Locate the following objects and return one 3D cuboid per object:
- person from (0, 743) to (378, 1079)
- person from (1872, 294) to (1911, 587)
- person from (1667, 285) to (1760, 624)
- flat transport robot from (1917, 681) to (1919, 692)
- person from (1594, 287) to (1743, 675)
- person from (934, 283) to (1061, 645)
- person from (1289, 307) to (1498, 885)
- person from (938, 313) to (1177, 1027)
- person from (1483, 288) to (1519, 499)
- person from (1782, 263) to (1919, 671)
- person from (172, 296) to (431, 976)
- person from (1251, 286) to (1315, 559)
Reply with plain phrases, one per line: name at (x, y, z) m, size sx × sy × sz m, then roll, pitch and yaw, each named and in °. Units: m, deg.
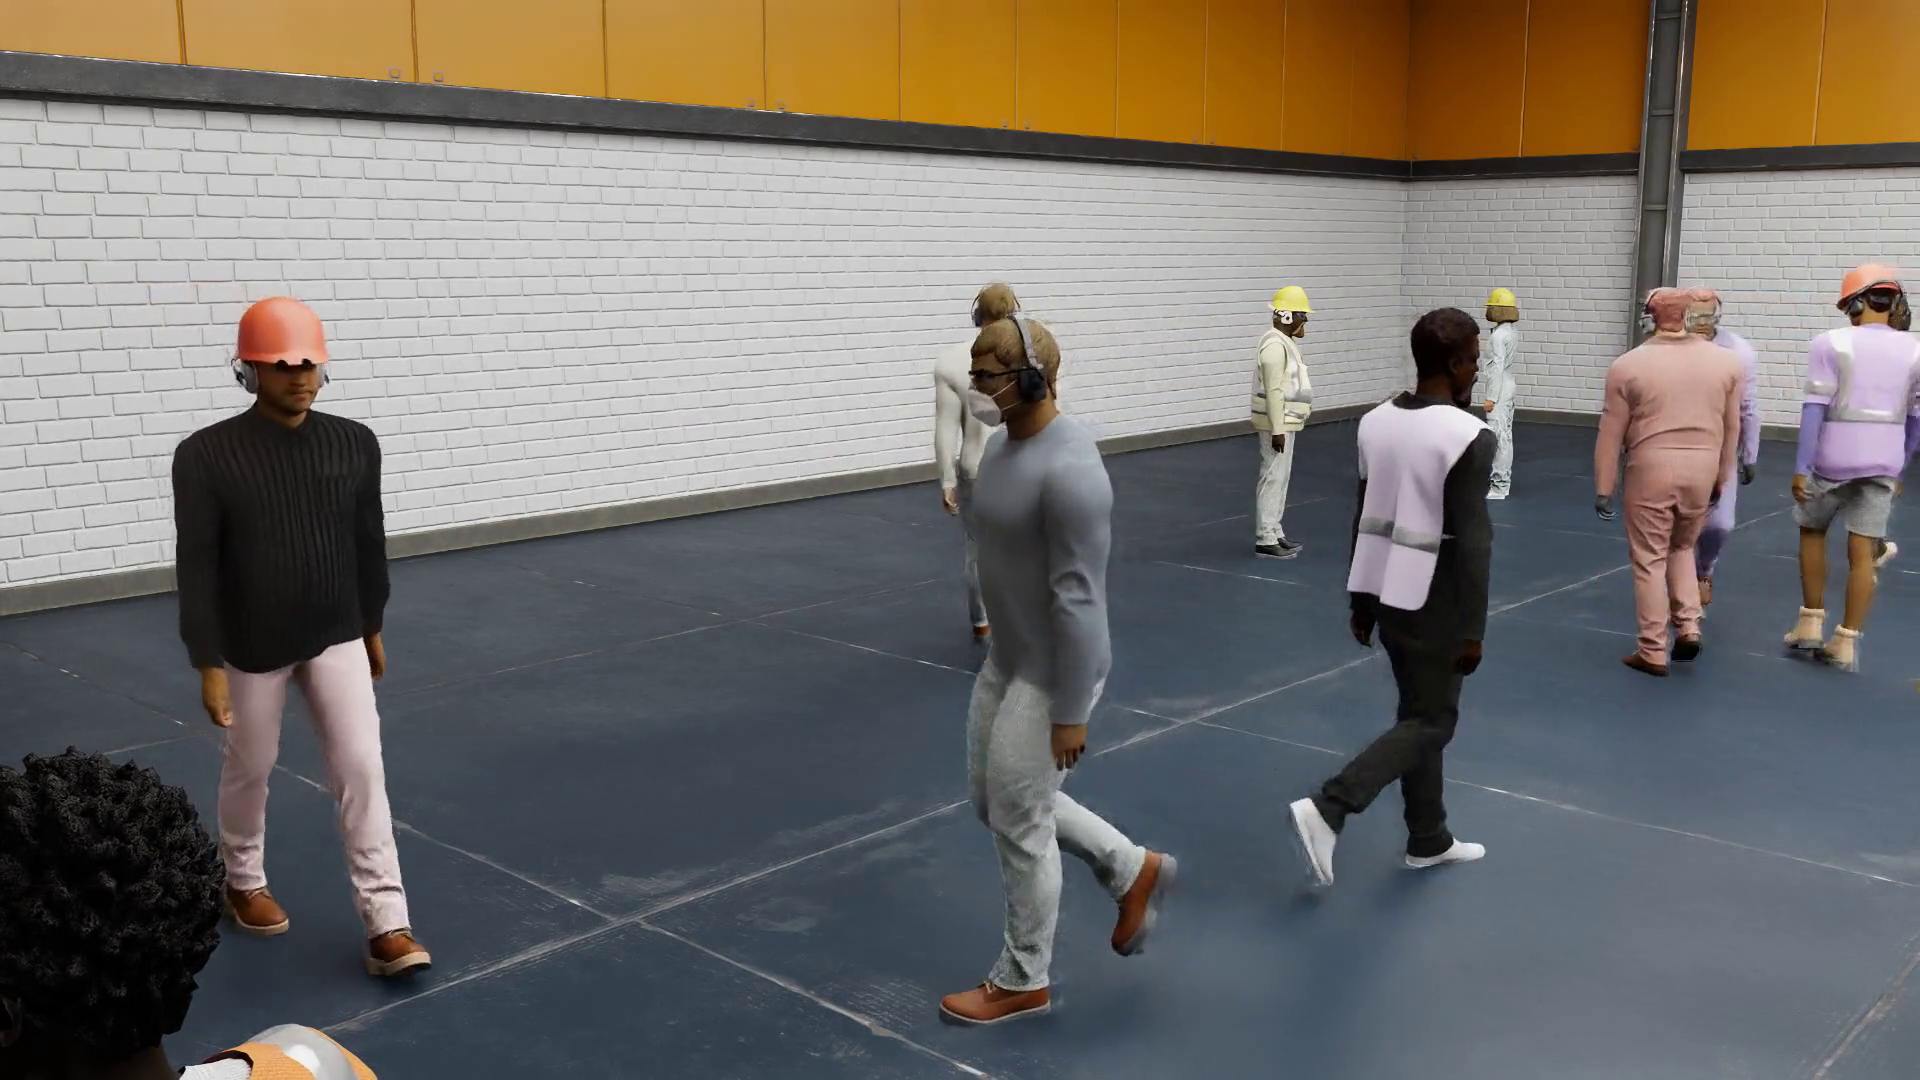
person at (-0.657, 0.998, 1.398) m, size 0.320 × 1.694 × 0.531 m, roll 3°, pitch 10°, yaw 18°
person at (5.765, -0.626, 10.353) m, size 0.989 × 1.793 × 0.533 m, roll -9°, pitch 14°, yaw -42°
person at (4.044, -0.469, 9.214) m, size 0.685 × 1.875 × 0.562 m, roll 3°, pitch 10°, yaw 15°
flat transport robot at (5.092, 0.674, 7.277) m, size 1.431 × 0.197 × 0.652 m, roll 0°, pitch 10°, yaw 2°
person at (3.438, -0.285, 8.141) m, size 0.677 × 1.883 × 0.428 m, roll 0°, pitch 10°, yaw -1°
person at (0.196, -0.337, 8.408) m, size 0.634 × 1.891 × 0.982 m, roll 1°, pitch 10°, yaw 3°
person at (1.427, 0.201, 5.377) m, size 0.766 × 1.897 × 0.595 m, roll -4°, pitch 11°, yaw -22°
person at (0.284, 0.355, 4.433) m, size 0.652 × 1.914 × 0.644 m, roll -3°, pitch 10°, yaw -17°
person at (4.458, -1.211, 13.821) m, size 0.297 × 1.744 × 0.487 m, roll 5°, pitch 11°, yaw 29°
person at (4.444, -0.364, 8.268) m, size 0.645 × 1.994 × 0.601 m, roll 1°, pitch 10°, yaw 6°
person at (-1.931, 0.278, 4.811) m, size 0.638 × 1.948 × 1.014 m, roll -9°, pitch 13°, yaw -41°
person at (2.165, -0.788, 11.202) m, size 0.403 × 1.825 × 0.597 m, roll 3°, pitch 11°, yaw 19°
